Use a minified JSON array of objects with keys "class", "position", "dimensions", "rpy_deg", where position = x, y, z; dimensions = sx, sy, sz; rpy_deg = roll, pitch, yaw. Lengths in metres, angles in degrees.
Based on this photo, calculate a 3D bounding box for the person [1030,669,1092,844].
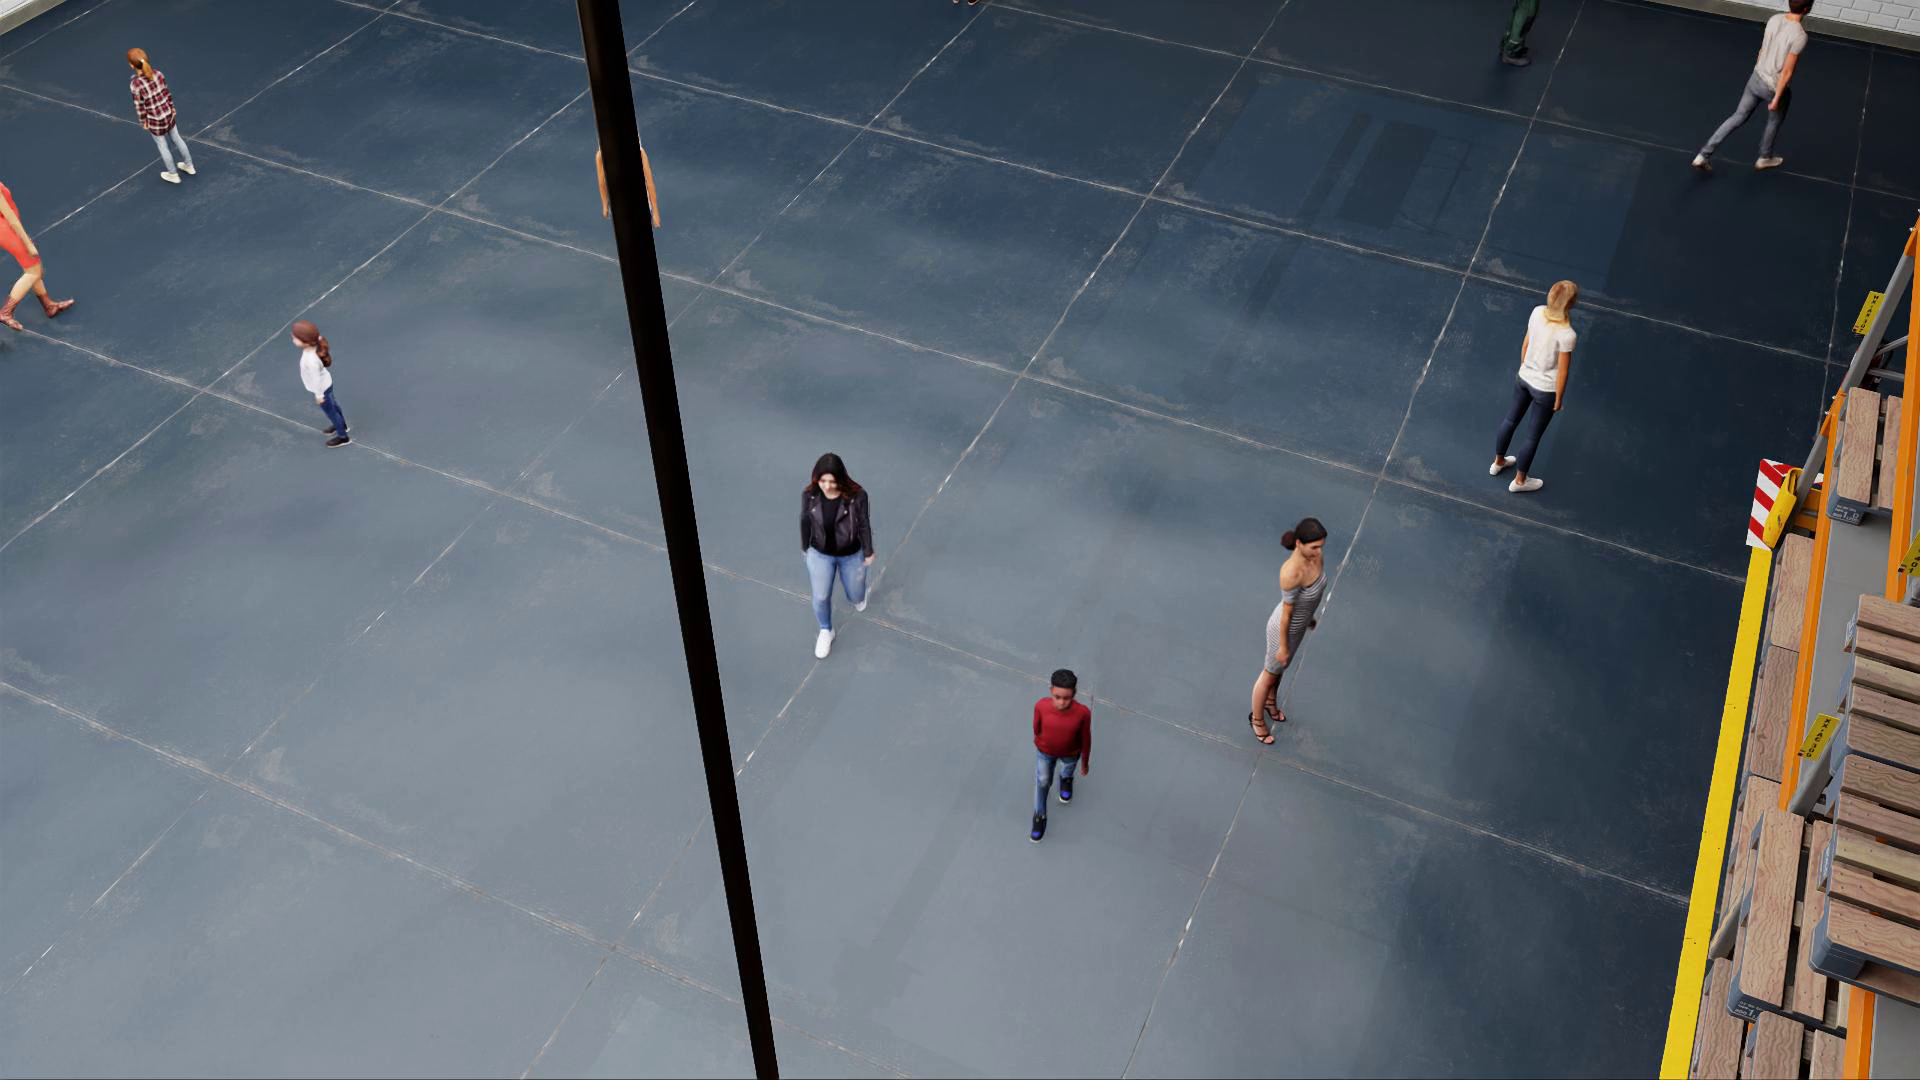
[{"class":"person","position":[0.620,1.196,10.110],"dimensions":[0.664,1.225,0.894],"rpy_deg":[6,44,6]}]

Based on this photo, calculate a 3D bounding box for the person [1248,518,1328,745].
[{"class":"person","position":[2.031,0.554,10.349],"dimensions":[0.682,1.824,0.512],"rpy_deg":[25,49,24]}]

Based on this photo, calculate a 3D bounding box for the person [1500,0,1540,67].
[{"class":"person","position":[5.807,-5.785,16.994],"dimensions":[0.834,1.837,0.672],"rpy_deg":[5,44,5]}]

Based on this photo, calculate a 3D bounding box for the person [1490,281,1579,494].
[{"class":"person","position":[4.208,-1.127,12.126],"dimensions":[0.695,1.809,0.660],"rpy_deg":[-19,47,-19]}]

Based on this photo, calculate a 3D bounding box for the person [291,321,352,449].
[{"class":"person","position":[-4.886,-1.210,12.719],"dimensions":[0.588,1.110,0.527],"rpy_deg":[-13,45,-13]}]

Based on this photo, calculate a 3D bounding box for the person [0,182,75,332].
[{"class":"person","position":[-7.824,-2.446,13.584],"dimensions":[0.696,1.706,0.944],"rpy_deg":[26,50,25]}]

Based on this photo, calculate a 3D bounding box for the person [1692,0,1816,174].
[{"class":"person","position":[7.338,-4.168,15.282],"dimensions":[1.272,1.858,1.211],"rpy_deg":[-14,45,-15]}]

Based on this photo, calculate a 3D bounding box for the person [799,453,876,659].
[{"class":"person","position":[-0.799,0.044,11.033],"dimensions":[0.803,1.621,0.915],"rpy_deg":[6,44,6]}]

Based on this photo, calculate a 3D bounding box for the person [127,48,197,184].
[{"class":"person","position":[-7.446,-3.953,15.458],"dimensions":[0.601,1.303,0.458],"rpy_deg":[22,48,21]}]
